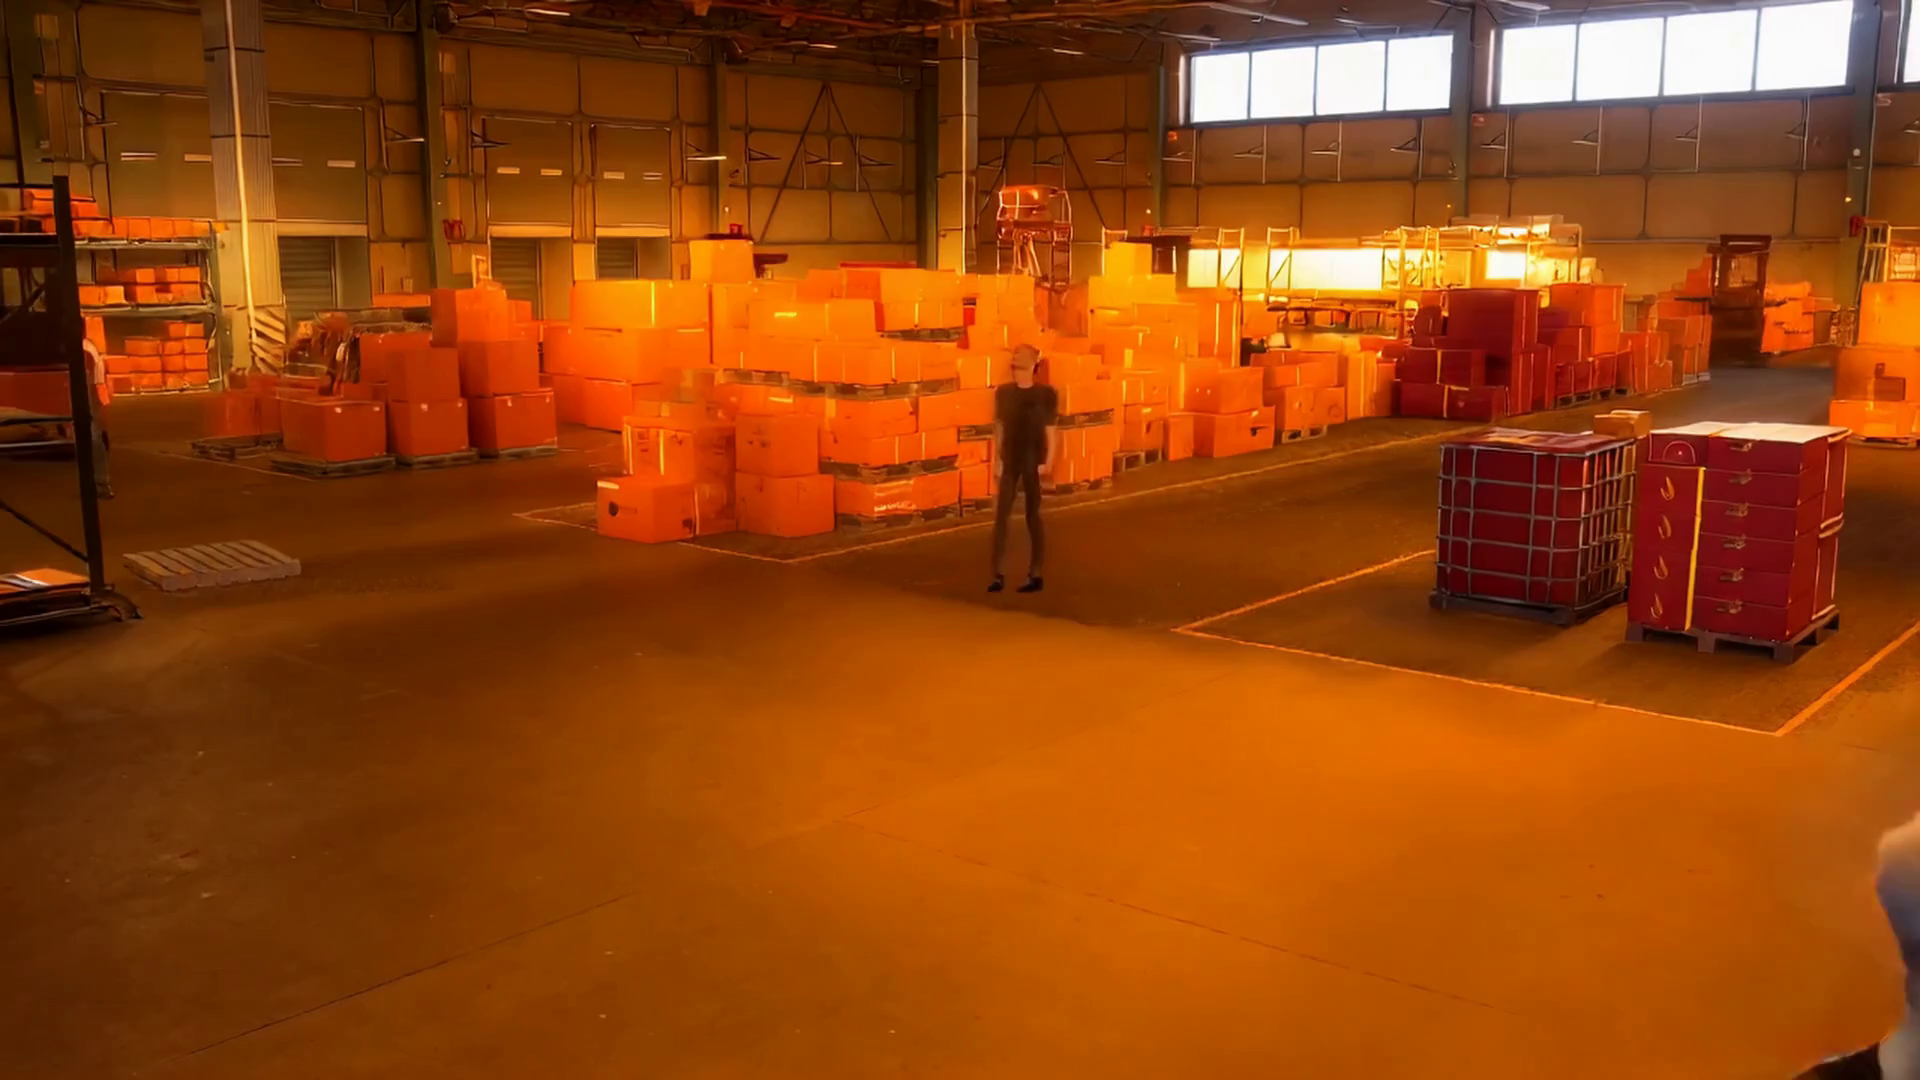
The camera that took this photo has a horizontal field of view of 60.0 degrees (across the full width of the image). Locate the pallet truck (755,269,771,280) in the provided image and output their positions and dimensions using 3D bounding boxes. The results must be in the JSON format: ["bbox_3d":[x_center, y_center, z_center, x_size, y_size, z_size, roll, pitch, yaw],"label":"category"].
[{"bbox_3d":[-4.996,-6.432,45.525,1.885,1.965,0.823,-6,12,-32],"label":"pallet truck"}]

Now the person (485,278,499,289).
[{"bbox_3d":[-9.507,-4.354,33.862,0.363,1.935,0.553,3,11,19],"label":"person"}]

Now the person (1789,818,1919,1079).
[{"bbox_3d":[1.171,1.260,1.912,0.636,1.923,0.942,-3,10,-17],"label":"person"}]

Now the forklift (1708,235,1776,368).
[{"bbox_3d":[16.763,-5.143,35.675,1.129,2.768,1.873,8,13,40],"label":"forklift"}]

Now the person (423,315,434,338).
[{"bbox_3d":[-7.405,-2.385,23.623,0.830,1.602,0.535,8,13,38],"label":"person"}]

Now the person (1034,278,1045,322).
[{"bbox_3d":[1.760,-5.022,37.839,0.615,1.884,0.574,-1,10,-6],"label":"person"}]

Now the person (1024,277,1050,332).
[{"bbox_3d":[1.751,-5.043,37.917,0.634,1.906,0.969,-1,10,-7],"label":"person"}]

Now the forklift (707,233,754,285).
[{"bbox_3d":[-4.412,-4.528,32.170,1.873,2.768,1.129,8,13,39],"label":"forklift"}]

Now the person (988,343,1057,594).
[{"bbox_3d":[0.472,-0.529,12.309,0.552,1.864,0.356,3,11,19],"label":"person"}]

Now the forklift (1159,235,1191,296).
[{"bbox_3d":[4.861,-5.499,37.701,1.873,2.768,1.129,7,12,34],"label":"forklift"}]

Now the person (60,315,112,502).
[{"bbox_3d":[-8.822,-1.347,16.848,0.392,1.908,0.595,-6,12,-32],"label":"person"}]

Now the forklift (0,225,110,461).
[{"bbox_3d":[-11.381,-2.447,20.324,1.873,2.768,1.129,9,14,43],"label":"forklift"}]
